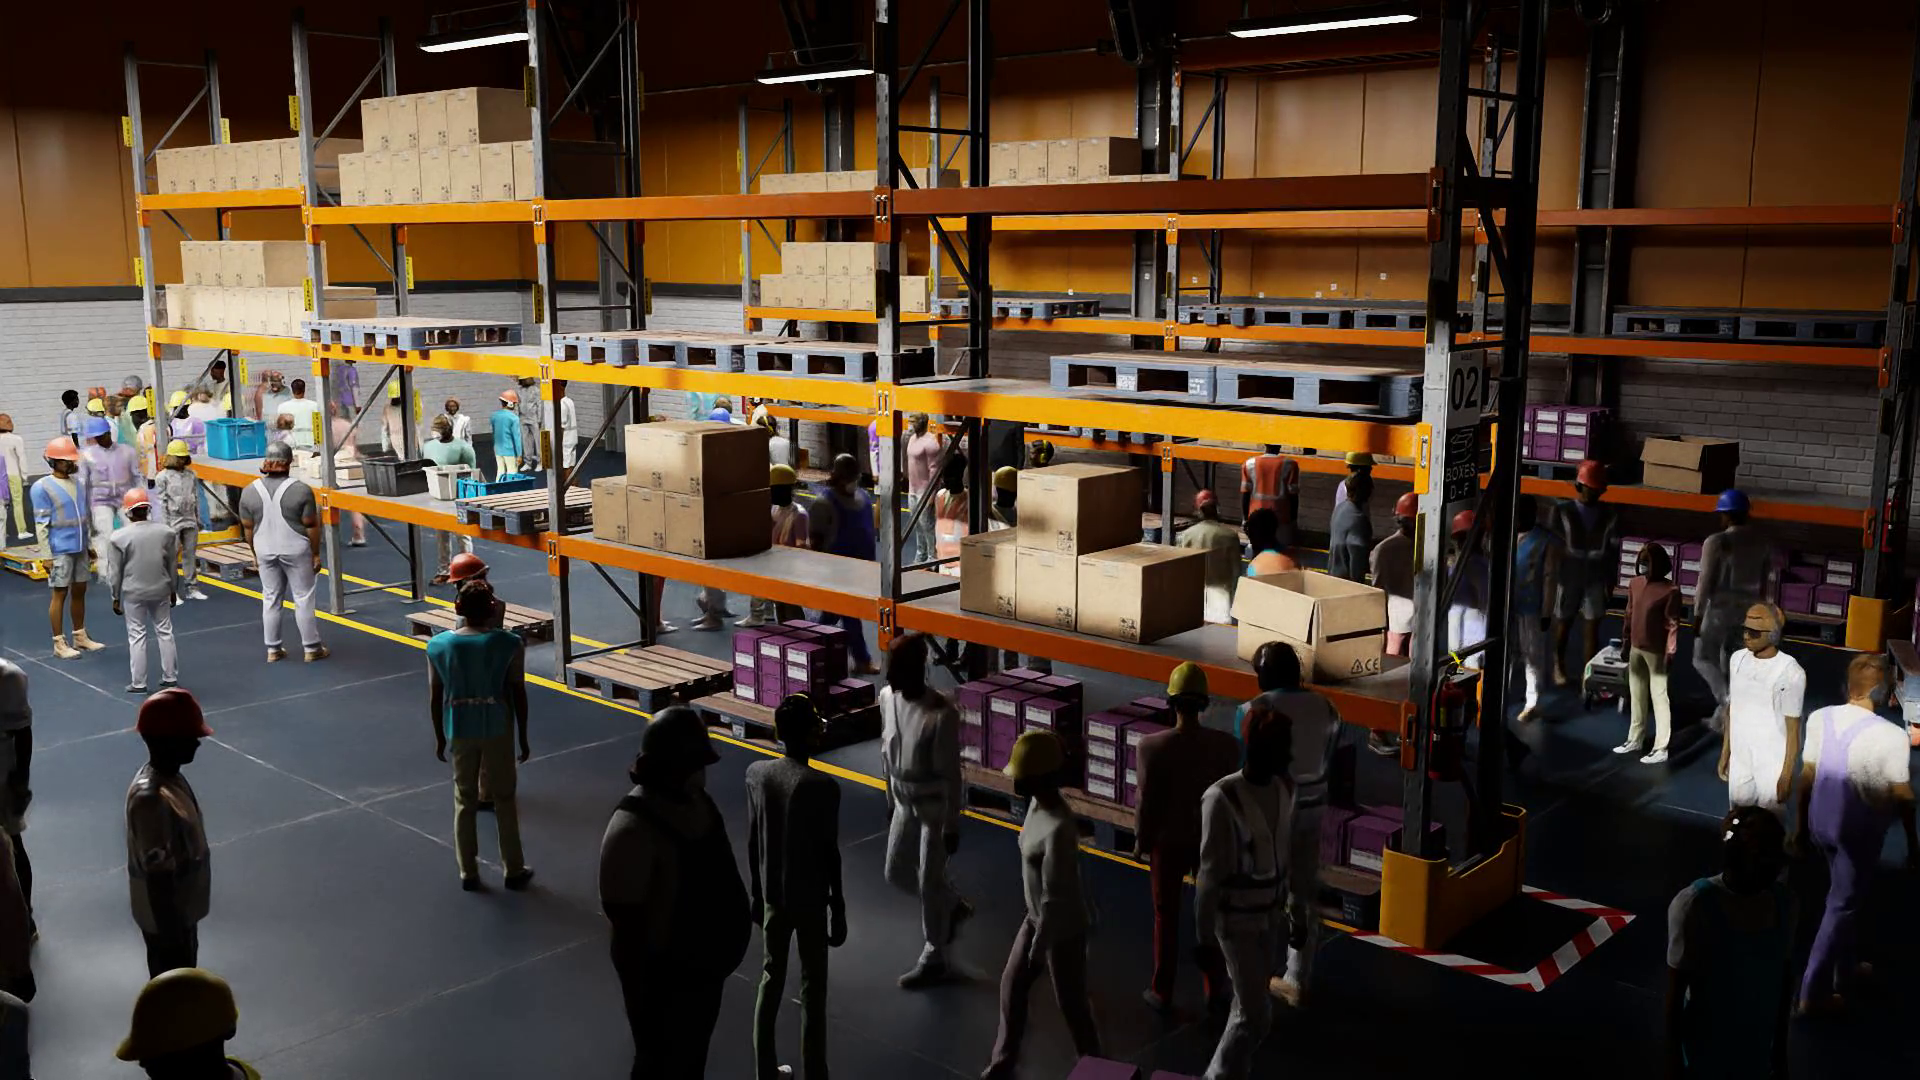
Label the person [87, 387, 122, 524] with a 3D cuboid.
[{"bbox_3d":[-11.604,-1.139,22.573,0.584,1.881,0.337,7,12,36],"label":"person"}]

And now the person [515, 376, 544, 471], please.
[{"bbox_3d":[-7.263,-2.017,27.974,0.490,1.732,0.324,3,10,14],"label":"person"}]

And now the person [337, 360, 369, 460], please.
[{"bbox_3d":[-10.775,-2.443,29.499,0.390,2.040,0.614,-9,14,-43],"label":"person"}]

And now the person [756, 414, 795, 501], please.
[{"bbox_3d":[-2.112,-0.577,19.570,0.734,1.836,0.544,6,12,31],"label":"person"}]

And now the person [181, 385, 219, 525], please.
[{"bbox_3d":[-10.300,-1.150,22.535,0.488,1.914,0.643,1,10,8],"label":"person"}]

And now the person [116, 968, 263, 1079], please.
[{"bbox_3d":[-1.975,2.049,4.456,0.390,1.918,0.588,-6,12,-30],"label":"person"}]

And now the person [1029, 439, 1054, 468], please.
[{"bbox_3d":[0.807,-0.074,16.578,0.323,1.876,0.528,1,10,6],"label":"person"}]

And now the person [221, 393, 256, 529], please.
[{"bbox_3d":[-9.257,-0.926,21.356,0.624,1.918,0.475,1,10,6],"label":"person"}]

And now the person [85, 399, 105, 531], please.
[{"bbox_3d":[-11.472,-1.004,22.174,0.340,1.760,0.526,-5,11,-28],"label":"person"}]

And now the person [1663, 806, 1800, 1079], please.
[{"bbox_3d":[2.747,1.824,5.973,0.503,1.837,0.350,-2,10,-14],"label":"person"}]

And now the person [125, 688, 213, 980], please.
[{"bbox_3d":[-3.322,1.574,7.089,0.368,1.933,0.552,-4,11,-19],"label":"person"}]

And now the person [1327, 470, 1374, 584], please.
[{"bbox_3d":[3.257,0.372,13.909,0.370,1.932,0.625,0,10,-2],"label":"person"}]

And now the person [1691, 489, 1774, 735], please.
[{"bbox_3d":[5.941,0.579,12.783,0.637,1.915,0.613,-3,10,-16],"label":"person"}]

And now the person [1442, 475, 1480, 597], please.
[{"bbox_3d":[5.169,-0.178,17.506,0.564,1.752,0.337,1,10,6],"label":"person"}]

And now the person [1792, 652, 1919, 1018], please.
[{"bbox_3d":[4.472,1.440,8.199,0.808,1.813,0.512,-4,11,-21],"label":"person"}]

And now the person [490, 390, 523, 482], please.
[{"bbox_3d":[-6.432,-1.272,23.742,0.573,1.738,0.354,7,12,35],"label":"person"}]

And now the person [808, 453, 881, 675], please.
[{"bbox_3d":[-1.086,0.146,14.864,0.964,2.000,0.724,8,13,38],"label":"person"}]

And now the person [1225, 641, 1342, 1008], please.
[{"bbox_3d":[1.585,1.401,8.464,0.648,1.792,0.862,-4,11,-20],"label":"person"}]

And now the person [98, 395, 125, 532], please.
[{"bbox_3d":[-11.100,-0.977,21.804,0.343,1.833,0.520,-6,12,-32],"label":"person"}]

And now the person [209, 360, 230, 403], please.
[{"bbox_3d":[-11.858,-1.924,26.780,0.612,1.963,0.361,7,12,33],"label":"person"}]

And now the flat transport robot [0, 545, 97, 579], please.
[{"bbox_3d":[-10.705,0.230,19.394,1.431,0.197,0.652,9,13,40],"label":"flat transport robot"}]

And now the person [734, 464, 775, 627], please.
[{"bbox_3d":[-2.053,-0.085,16.565,0.407,1.905,0.639,4,11,19],"label":"person"}]

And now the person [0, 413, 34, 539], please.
[{"bbox_3d":[-12.299,-0.817,21.462,0.502,1.632,0.279,-1,10,-6],"label":"person"}]

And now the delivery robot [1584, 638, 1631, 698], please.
[{"bbox_3d":[5.381,1.053,13.669,0.477,0.478,0.707,6,12,32],"label":"delivery robot"}]

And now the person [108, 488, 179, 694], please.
[{"bbox_3d":[-6.922,0.428,14.107,0.350,1.744,0.566,9,13,41],"label":"person"}]

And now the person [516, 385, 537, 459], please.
[{"bbox_3d":[-7.734,-2.231,29.467,0.437,1.628,0.518,2,10,11],"label":"person"}]

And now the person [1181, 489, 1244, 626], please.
[{"bbox_3d":[2.125,0.430,14.197,0.625,1.706,0.598,-10,14,-43],"label":"person"}]

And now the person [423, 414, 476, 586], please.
[{"bbox_3d":[-5.663,-0.439,18.469,0.630,1.936,0.366,3,10,15],"label":"person"}]

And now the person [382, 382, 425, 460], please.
[{"bbox_3d":[-7.999,-1.351,23.856,0.602,1.851,0.982,4,11,23],"label":"person"}]

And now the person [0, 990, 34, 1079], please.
[{"bbox_3d":[-3.062,1.955,5.067,0.617,1.929,0.419,2,10,13],"label":"person"}]

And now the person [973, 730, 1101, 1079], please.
[{"bbox_3d":[0.279,1.662,7.131,0.767,1.738,0.543,-2,10,-10],"label":"person"}]

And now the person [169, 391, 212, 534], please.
[{"bbox_3d":[-10.023,-0.978,21.582,0.591,1.918,0.392,6,12,31],"label":"person"}]

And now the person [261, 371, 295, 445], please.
[{"bbox_3d":[-10.303,-1.612,25.218,0.642,1.900,0.400,2,10,14],"label":"person"}]

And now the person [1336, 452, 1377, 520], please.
[{"bbox_3d":[3.688,0.072,15.603,0.378,1.928,0.585,1,10,3],"label":"person"}]

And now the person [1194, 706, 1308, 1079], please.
[{"bbox_3d":[1.242,1.614,7.056,0.605,1.863,0.442,-9,14,-43],"label":"person"}]

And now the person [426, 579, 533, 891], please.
[{"bbox_3d":[-2.811,1.149,9.739,0.564,1.847,0.395,0,10,-2],"label":"person"}]
